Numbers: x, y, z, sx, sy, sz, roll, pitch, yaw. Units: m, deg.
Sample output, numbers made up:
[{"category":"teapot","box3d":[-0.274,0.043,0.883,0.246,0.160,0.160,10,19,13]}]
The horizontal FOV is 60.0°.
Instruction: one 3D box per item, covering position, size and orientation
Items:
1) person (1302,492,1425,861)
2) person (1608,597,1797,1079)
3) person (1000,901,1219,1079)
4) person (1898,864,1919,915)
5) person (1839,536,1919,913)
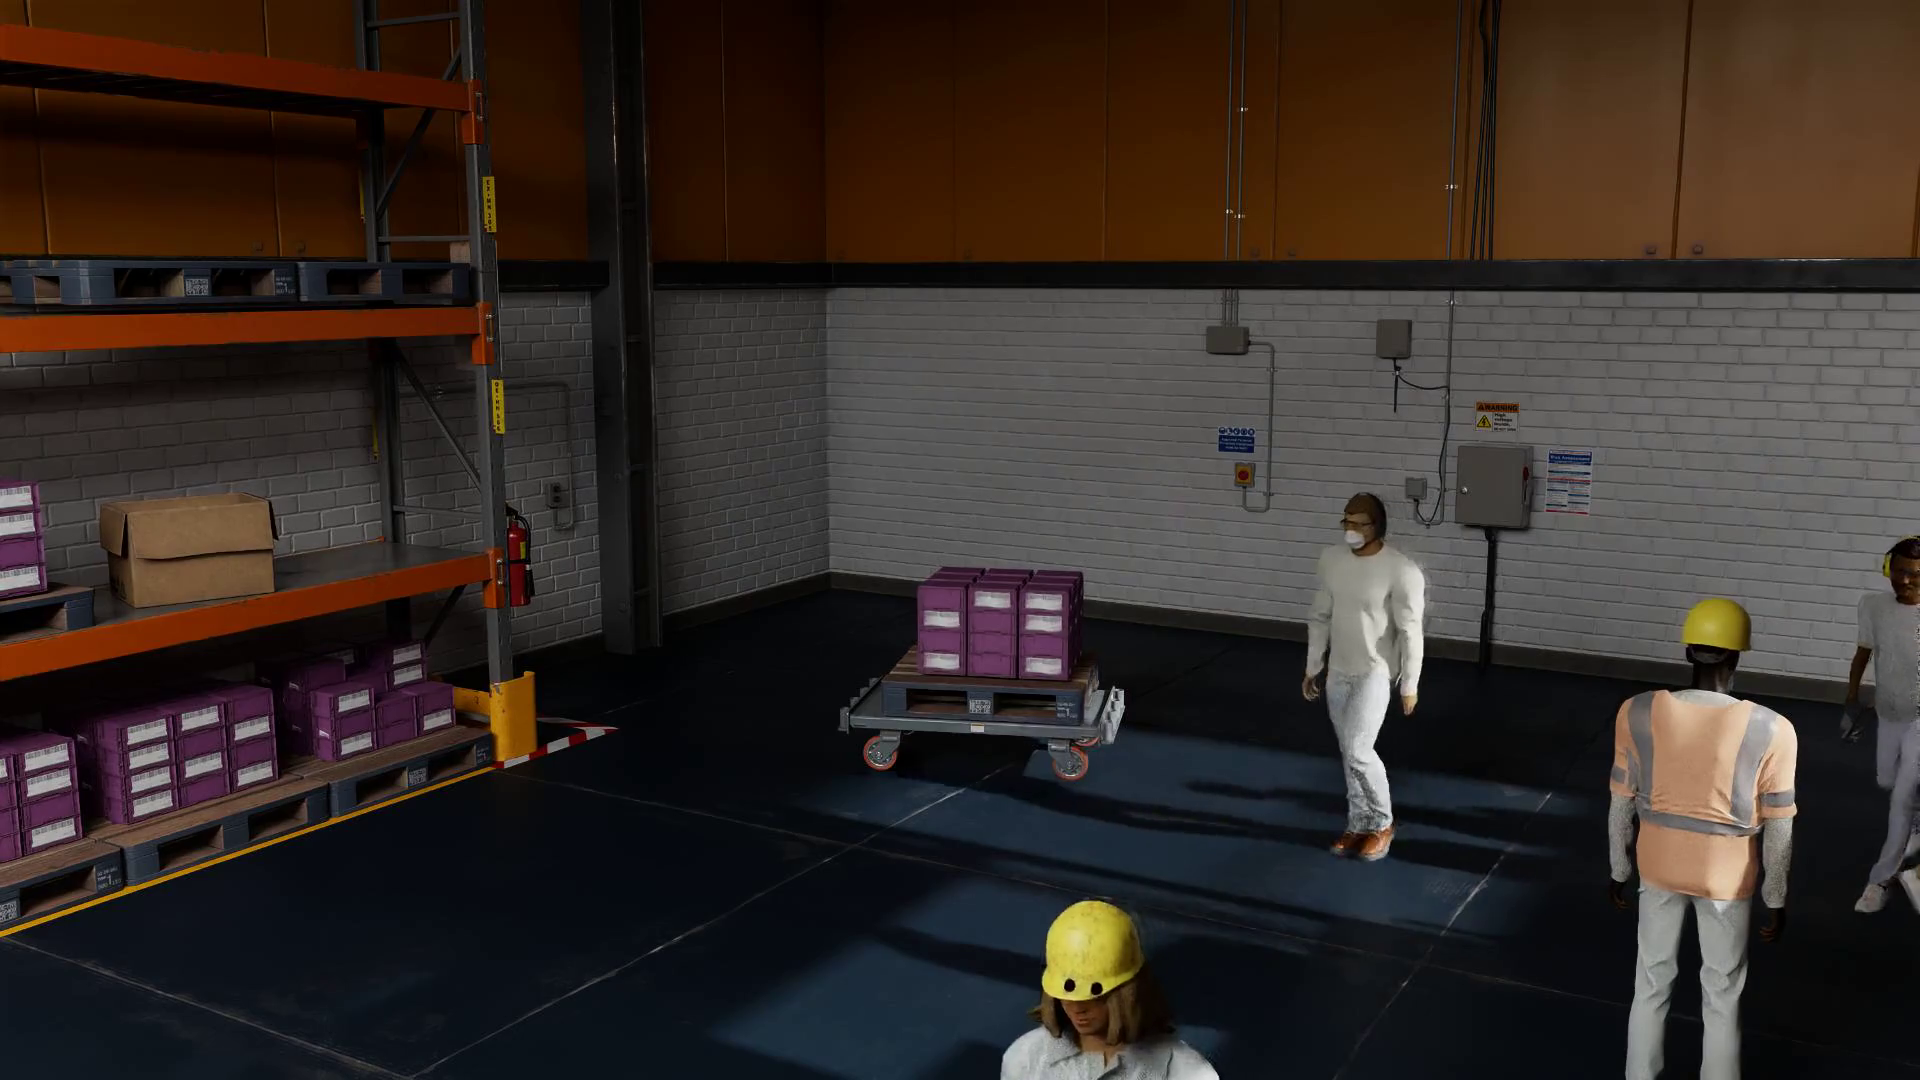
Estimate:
[{"category":"person","box3d":[2.054,0.708,8.586,0.458,1.923,0.632,-6,11,-32]},{"category":"person","box3d":[2.572,1.151,5.798,0.594,1.922,0.387,6,11,34]},{"category":"person","box3d":[0.317,1.596,3.600,0.508,1.730,0.435,4,10,21]},{"category":"person","box3d":[4.589,1.051,7.414,0.507,1.603,0.664,-7,11,-36]},{"category":"person","box3d":[4.648,0.843,8.110,0.954,1.815,0.556,-6,11,-34]}]
